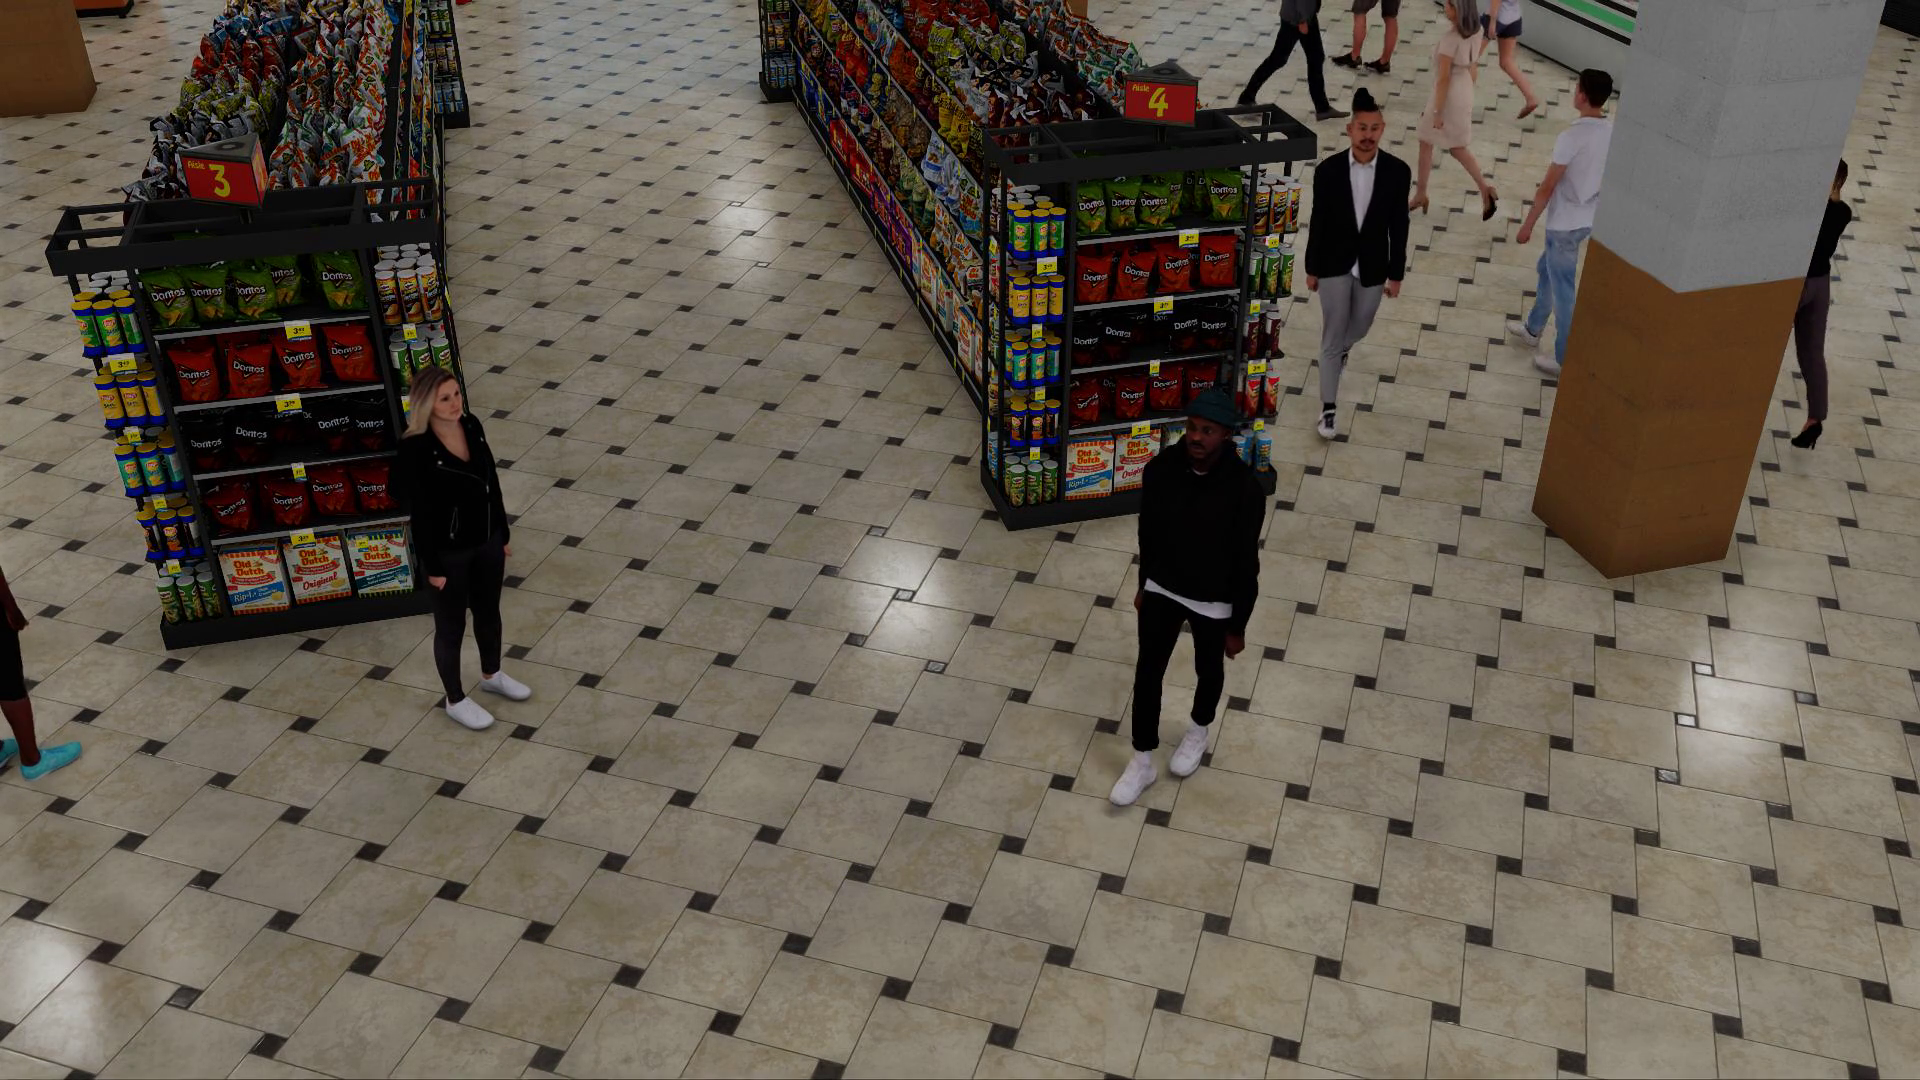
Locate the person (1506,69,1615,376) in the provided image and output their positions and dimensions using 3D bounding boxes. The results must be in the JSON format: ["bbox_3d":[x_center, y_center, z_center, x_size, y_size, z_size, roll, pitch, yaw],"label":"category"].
[{"bbox_3d":[3.704,-1.831,9.898,0.848,1.827,1.010,-22,38,-31],"label":"person"}]

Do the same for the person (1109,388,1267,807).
[{"bbox_3d":[0.976,0.172,6.702,0.973,1.803,1.042,15,35,23],"label":"person"}]

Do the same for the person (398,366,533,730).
[{"bbox_3d":[-2.121,0.030,7.045,0.743,1.681,0.691,19,36,27],"label":"person"}]

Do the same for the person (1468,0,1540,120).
[{"bbox_3d":[4.692,-4.409,14.189,0.902,1.670,1.161,-24,39,-33],"label":"person"}]

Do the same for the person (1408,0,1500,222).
[{"bbox_3d":[3.626,-3.096,12.043,0.890,1.708,1.163,-22,38,-31],"label":"person"}]

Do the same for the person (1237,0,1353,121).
[{"bbox_3d":[2.783,-4.440,14.093,1.223,1.825,1.263,11,34,17],"label":"person"}]

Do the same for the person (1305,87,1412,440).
[{"bbox_3d":[2.232,-1.607,9.451,1.013,1.919,1.283,4,32,6],"label":"person"}]

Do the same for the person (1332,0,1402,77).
[{"bbox_3d":[3.994,-5.210,15.309,0.820,1.848,0.911,-21,37,-30],"label":"person"}]
